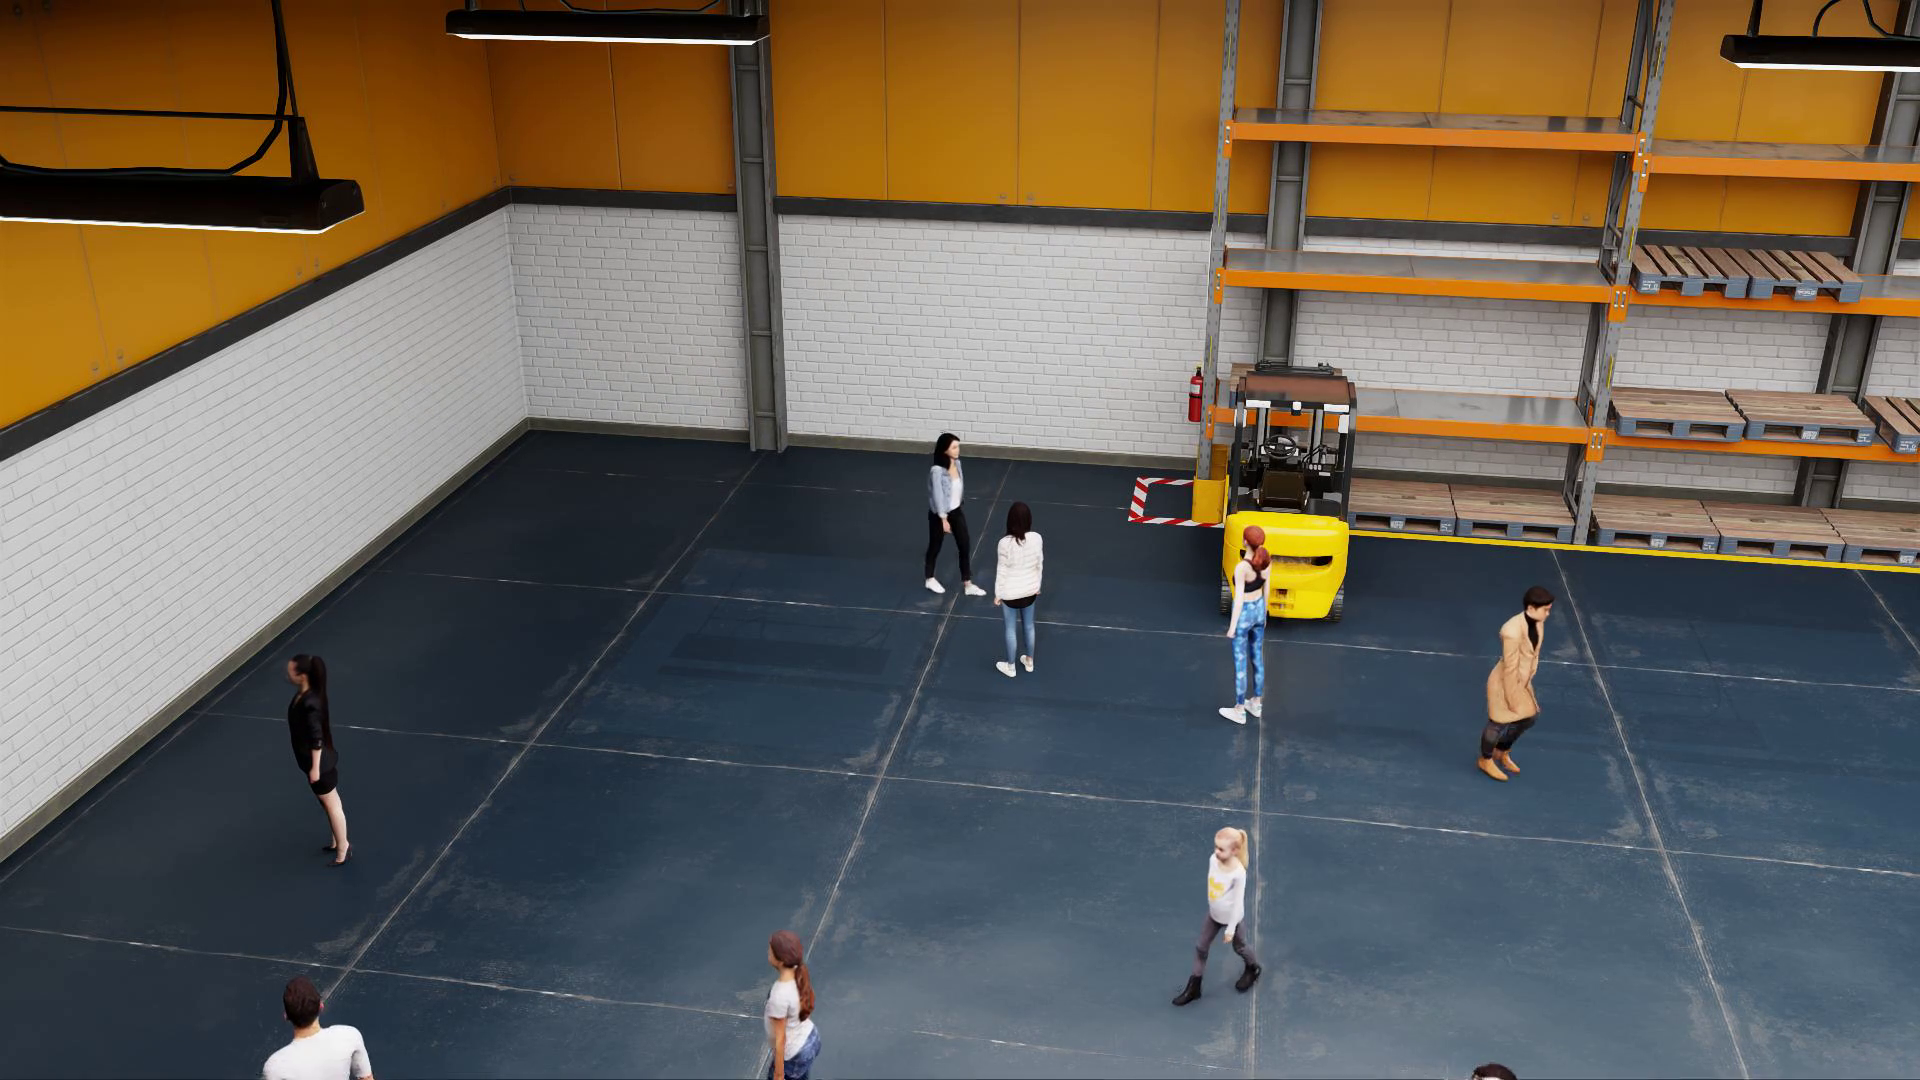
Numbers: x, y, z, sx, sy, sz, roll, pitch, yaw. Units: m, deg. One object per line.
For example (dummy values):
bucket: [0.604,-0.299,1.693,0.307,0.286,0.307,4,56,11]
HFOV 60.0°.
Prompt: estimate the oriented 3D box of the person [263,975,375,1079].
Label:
person: [-3.189,3.070,8.482,1.169,1.823,1.233,-15,28,-31]

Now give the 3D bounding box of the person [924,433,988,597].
person: [-0.209,-0.250,16.253,1.015,1.682,0.869,19,30,37]

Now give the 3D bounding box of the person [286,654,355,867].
person: [-4.636,1.581,12.043,0.698,1.700,0.676,-10,26,-22]

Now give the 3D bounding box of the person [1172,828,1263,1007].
person: [1.766,2.406,10.713,0.907,1.253,0.880,-17,29,-34]

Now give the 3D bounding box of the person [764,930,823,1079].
person: [-0.878,2.863,9.301,0.681,1.548,0.583,8,25,17]

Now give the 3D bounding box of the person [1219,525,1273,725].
person: [2.419,0.698,13.958,0.676,1.784,0.738,-15,28,-30]

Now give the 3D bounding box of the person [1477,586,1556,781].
person: [4.273,1.093,13.154,0.800,1.705,0.856,-18,29,-35]

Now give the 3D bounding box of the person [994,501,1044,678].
person: [0.517,0.427,14.761,0.681,1.637,0.768,-12,26,-25]
